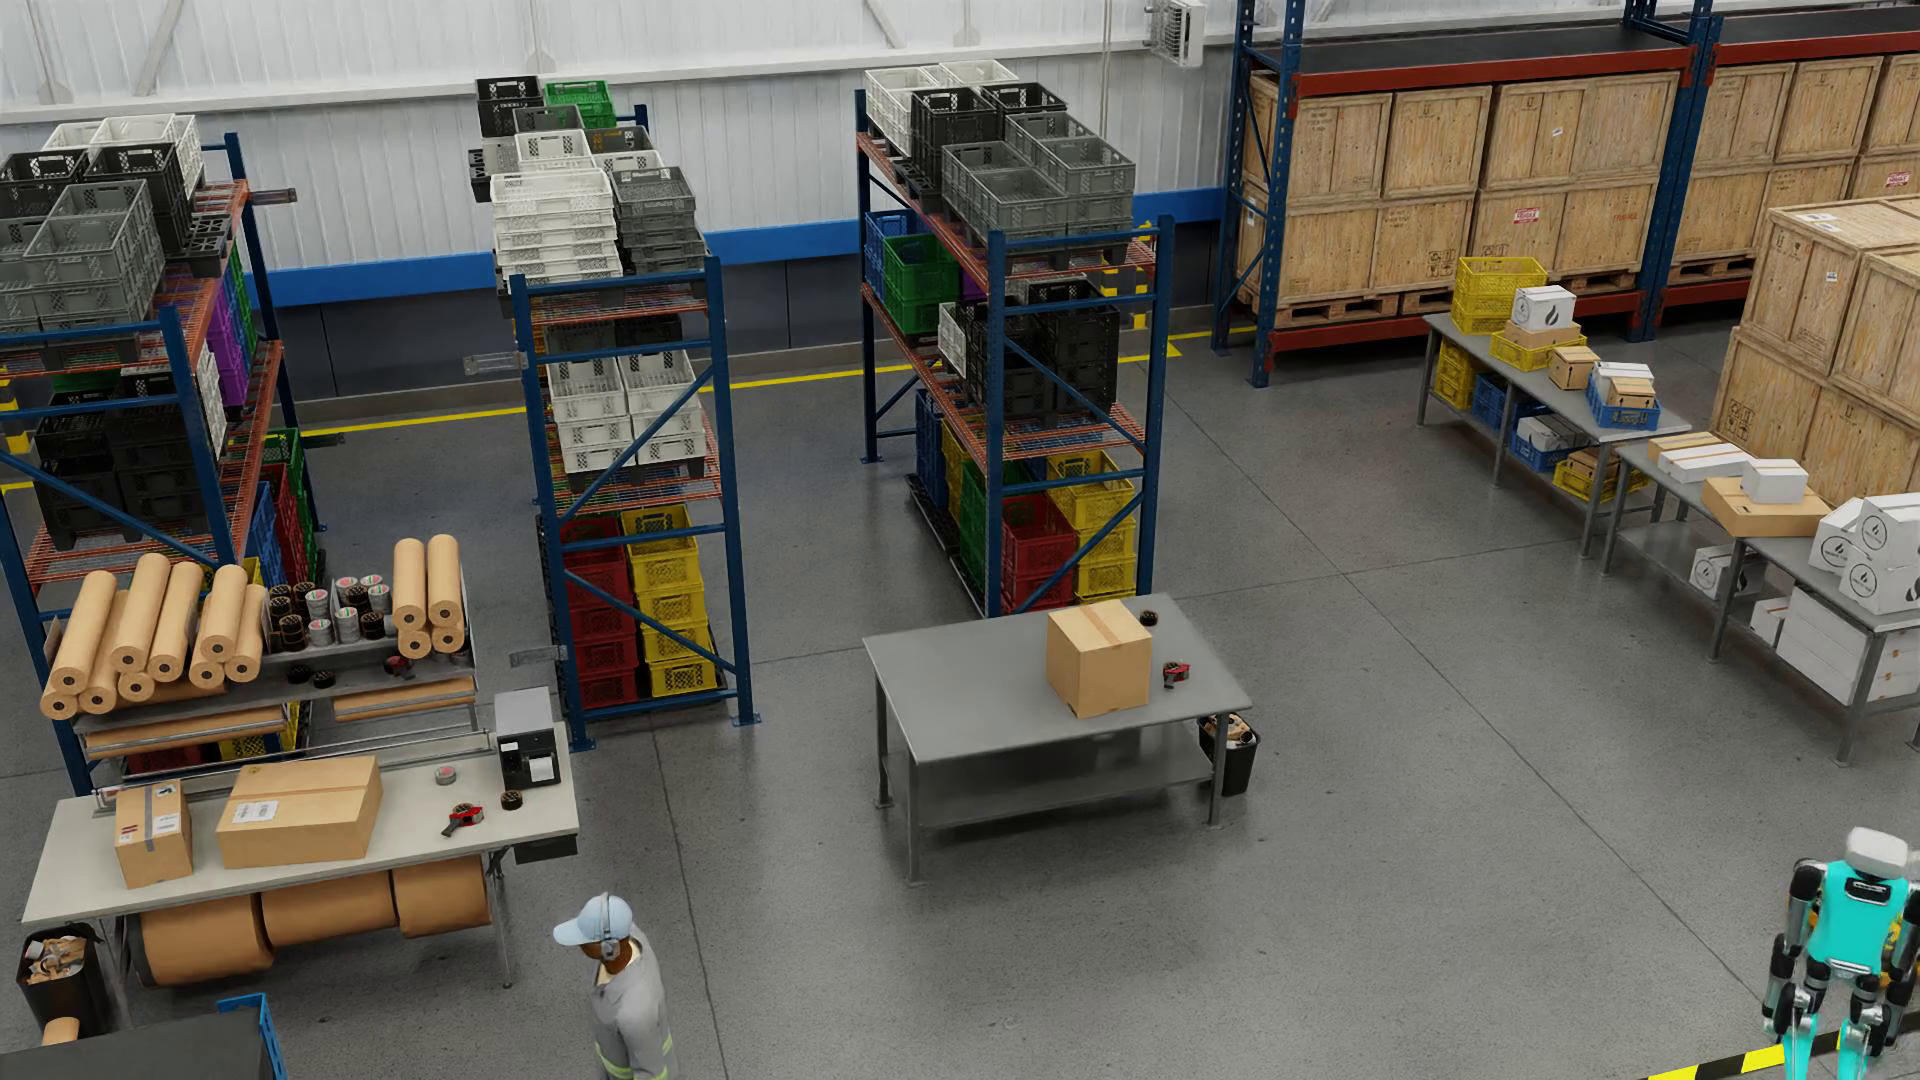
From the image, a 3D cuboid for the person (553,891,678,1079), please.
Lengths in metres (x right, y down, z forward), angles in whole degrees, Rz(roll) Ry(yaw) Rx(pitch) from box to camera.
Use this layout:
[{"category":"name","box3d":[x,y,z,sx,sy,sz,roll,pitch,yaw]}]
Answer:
[{"category":"person","box3d":[-1.324,2.142,6.621,0.397,1.850,0.596,-9,30,-16]}]

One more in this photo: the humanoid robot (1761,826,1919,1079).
[{"category":"humanoid robot","box3d":[3.582,2.095,6.833,0.551,1.770,0.801,11,31,19]}]

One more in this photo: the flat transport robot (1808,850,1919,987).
[{"category":"flat transport robot","box3d":[5.163,1.916,8.676,1.431,0.231,0.659,-8,30,-14]}]
